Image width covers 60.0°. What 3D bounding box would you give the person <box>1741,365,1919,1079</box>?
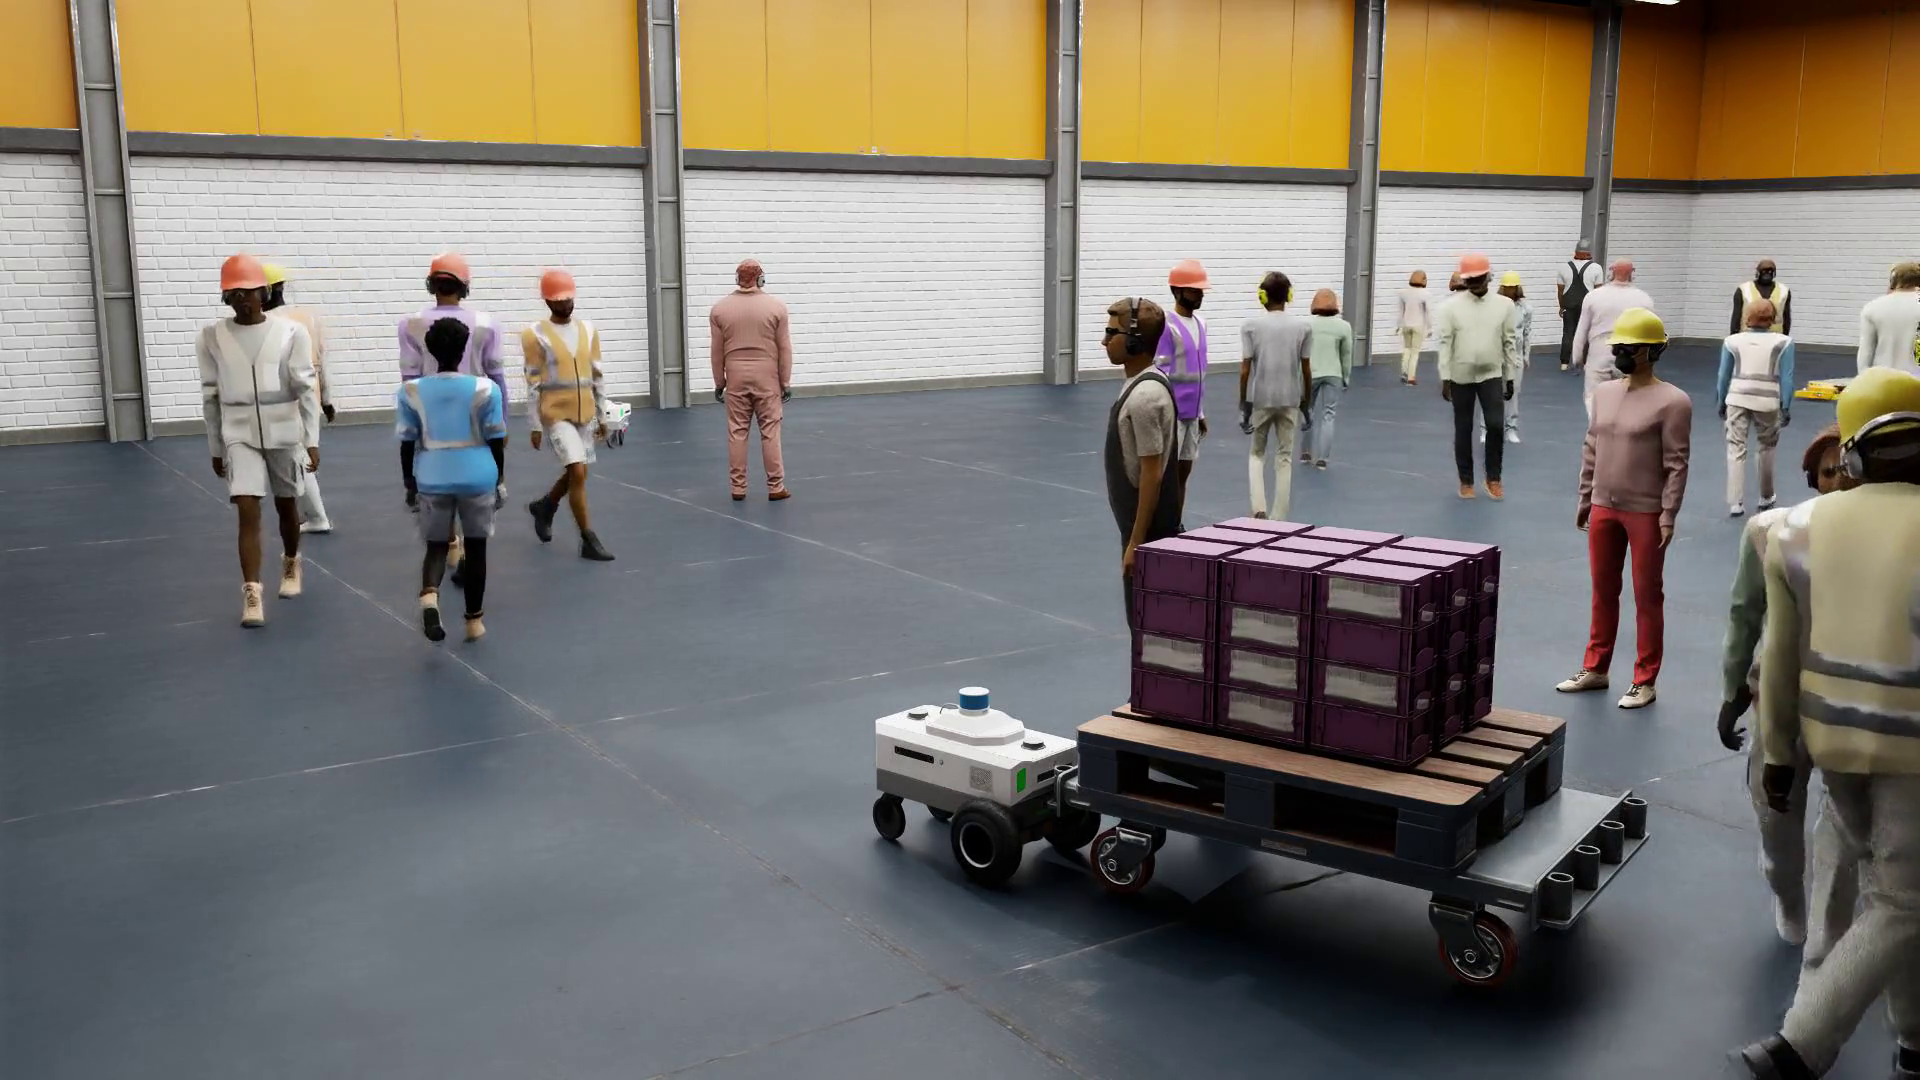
[{"bbox_3d":[2.163,0.488,3.922,0.844,1.783,0.603,-6,12,-30],"label":"person"}]

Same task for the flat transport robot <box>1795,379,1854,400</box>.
[{"bbox_3d":[11.476,-1.945,21.387,1.431,0.197,0.652,-6,12,-31],"label":"flat transport robot"}]

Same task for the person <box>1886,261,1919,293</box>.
[{"bbox_3d":[11.361,-2.452,20.008,0.901,1.797,0.587,1,10,5],"label":"person"}]

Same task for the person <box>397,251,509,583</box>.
[{"bbox_3d":[-3.069,-0.748,10.117,0.621,2.006,0.987,-3,11,-15],"label":"person"}]

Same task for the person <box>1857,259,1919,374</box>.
[{"bbox_3d":[7.665,-1.334,13.584,0.637,1.909,0.964,7,12,34],"label":"person"}]

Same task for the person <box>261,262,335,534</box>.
[{"bbox_3d":[-4.713,-0.975,11.600,0.636,1.891,0.616,5,11,24],"label":"person"}]

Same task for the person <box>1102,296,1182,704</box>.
[{"bbox_3d":[0.708,-0.044,6.648,0.350,1.847,0.506,1,10,7],"label":"person"}]

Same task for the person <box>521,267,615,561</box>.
[{"bbox_3d":[-2.607,-0.829,10.848,0.865,1.896,0.567,10,14,43],"label":"person"}]

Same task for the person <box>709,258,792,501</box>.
[{"bbox_3d":[-1.630,-1.255,13.124,0.639,1.909,0.402,1,10,6],"label":"person"}]

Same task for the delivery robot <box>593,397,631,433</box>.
[{"bbox_3d":[-3.650,-1.253,16.558,0.707,0.478,0.477,1,10,3],"label":"delivery robot"}]

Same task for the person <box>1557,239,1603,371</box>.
[{"bbox_3d":[9.690,-3.666,25.970,0.682,2.000,0.537,7,12,33],"label":"person"}]

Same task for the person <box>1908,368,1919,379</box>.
[{"bbox_3d":[3.573,0.062,5.898,0.655,1.912,0.663,-1,10,-6],"label":"person"}]

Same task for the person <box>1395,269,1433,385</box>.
[{"bbox_3d":[6.386,-2.977,23.330,0.538,1.617,0.403,9,14,41],"label":"person"}]

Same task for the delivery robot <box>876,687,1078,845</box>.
[{"bbox_3d":[0.046,0.741,5.627,0.707,0.478,0.477,9,14,41],"label":"delivery robot"}]

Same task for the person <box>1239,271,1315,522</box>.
[{"bbox_3d":[2.175,-0.909,11.394,0.533,1.846,0.470,1,10,8],"label":"person"}]

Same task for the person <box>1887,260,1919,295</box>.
[{"bbox_3d":[13.421,-3.092,23.634,0.540,1.749,0.660,10,14,44],"label":"person"}]

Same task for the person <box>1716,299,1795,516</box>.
[{"bbox_3d":[5.996,-1.003,12.532,0.545,1.602,0.782,7,13,34],"label":"person"}]

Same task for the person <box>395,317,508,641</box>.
[{"bbox_3d":[-2.552,-0.276,8.377,0.540,1.682,0.540,-1,10,-7],"label":"person"}]

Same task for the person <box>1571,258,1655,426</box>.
[{"bbox_3d":[6.110,-1.686,15.576,0.695,1.875,0.710,3,11,14],"label":"person"}]

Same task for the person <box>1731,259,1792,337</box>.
[{"bbox_3d":[9.284,-2.342,19.310,0.631,1.830,0.529,2,11,13],"label":"person"}]

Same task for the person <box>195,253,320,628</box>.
[{"bbox_3d":[-3.866,-0.580,9.224,0.614,1.999,1.055,-4,11,-19],"label":"person"}]

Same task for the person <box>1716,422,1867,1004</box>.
[{"bbox_3d":[2.372,0.456,4.550,0.528,1.611,0.734,7,13,34],"label":"person"}]

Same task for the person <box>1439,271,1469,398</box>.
[{"bbox_3d":[6.454,-2.658,21.561,0.497,1.633,0.279,-4,11,-21],"label":"person"}]

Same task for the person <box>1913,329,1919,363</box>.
[{"bbox_3d":[3.950,-0.056,6.832,0.569,1.815,0.958,4,11,20],"label":"person"}]

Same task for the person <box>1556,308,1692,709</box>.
[{"bbox_3d":[2.963,-0.139,7.389,0.315,1.769,0.523,-6,12,-29],"label":"person"}]

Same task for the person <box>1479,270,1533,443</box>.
[{"bbox_3d":[5.519,-1.846,16.808,0.492,1.742,0.320,1,10,6],"label":"person"}]

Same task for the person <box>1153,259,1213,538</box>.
[{"bbox_3d":[1.433,-0.826,10.682,0.379,1.937,0.548,8,13,39],"label":"person"}]

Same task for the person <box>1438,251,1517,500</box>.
[{"bbox_3d":[4.078,-1.279,13.111,0.620,1.958,0.607,2,10,9],"label":"person"}]

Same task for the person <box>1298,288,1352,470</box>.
[{"bbox_3d":[3.263,-1.466,15.067,0.532,1.606,0.695,1,10,5],"label":"person"}]
